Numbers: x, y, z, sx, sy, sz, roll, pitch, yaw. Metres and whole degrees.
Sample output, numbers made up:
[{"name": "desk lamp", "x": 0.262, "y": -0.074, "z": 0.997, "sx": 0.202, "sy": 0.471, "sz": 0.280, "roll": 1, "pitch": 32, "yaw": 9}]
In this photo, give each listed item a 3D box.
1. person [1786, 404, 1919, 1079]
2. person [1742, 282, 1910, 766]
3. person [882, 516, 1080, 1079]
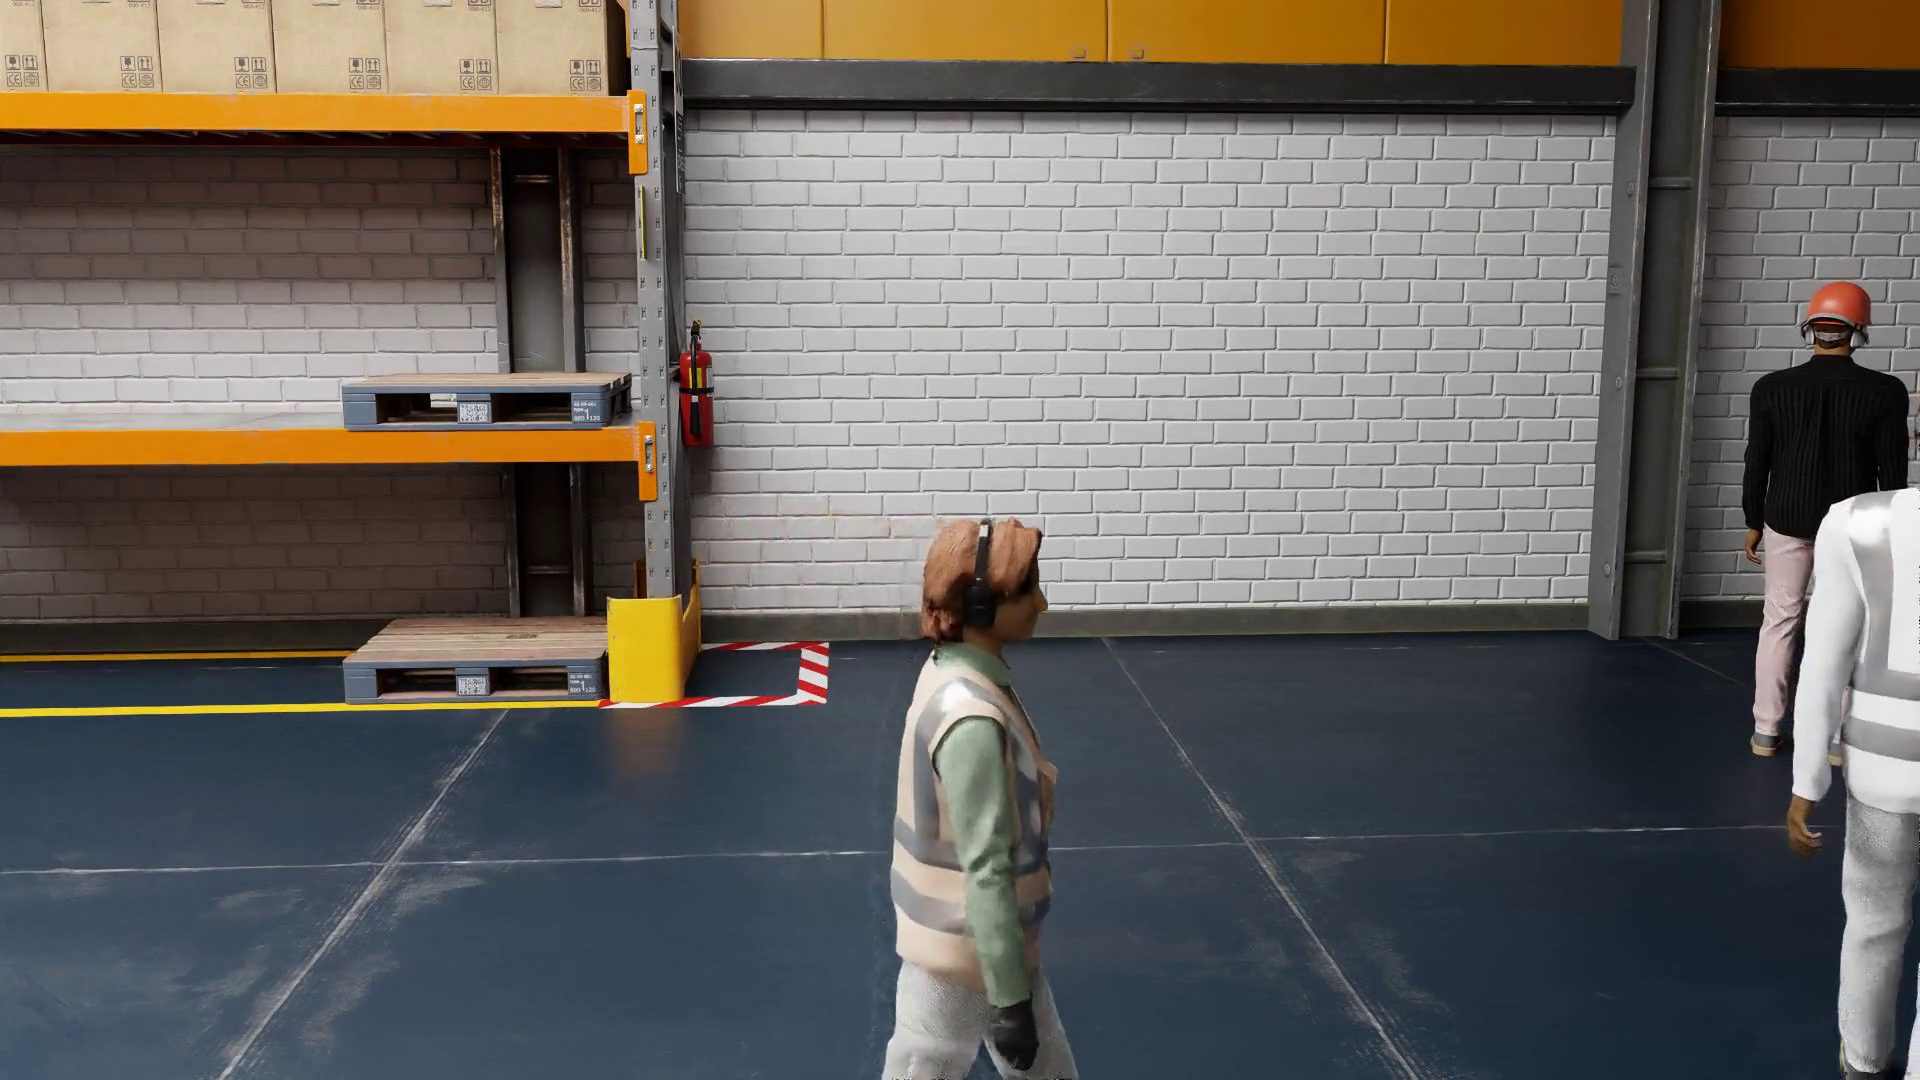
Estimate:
[{"name": "person", "x": 2.206, "y": 0.514, "z": 3.728, "sx": 0.596, "sy": 1.840, "sz": 0.947, "roll": 5, "pitch": 10, "yaw": 30}, {"name": "person", "x": 3.572, "y": -0.063, "z": 6.898, "sx": 0.612, "sy": 1.995, "sz": 0.382, "roll": 6, "pitch": 11, "yaw": 35}, {"name": "person", "x": -0.005, "y": 0.745, "z": 3.070, "sx": 0.861, "sy": 1.596, "sz": 0.532, "roll": 0, "pitch": 9, "yaw": 2}]
